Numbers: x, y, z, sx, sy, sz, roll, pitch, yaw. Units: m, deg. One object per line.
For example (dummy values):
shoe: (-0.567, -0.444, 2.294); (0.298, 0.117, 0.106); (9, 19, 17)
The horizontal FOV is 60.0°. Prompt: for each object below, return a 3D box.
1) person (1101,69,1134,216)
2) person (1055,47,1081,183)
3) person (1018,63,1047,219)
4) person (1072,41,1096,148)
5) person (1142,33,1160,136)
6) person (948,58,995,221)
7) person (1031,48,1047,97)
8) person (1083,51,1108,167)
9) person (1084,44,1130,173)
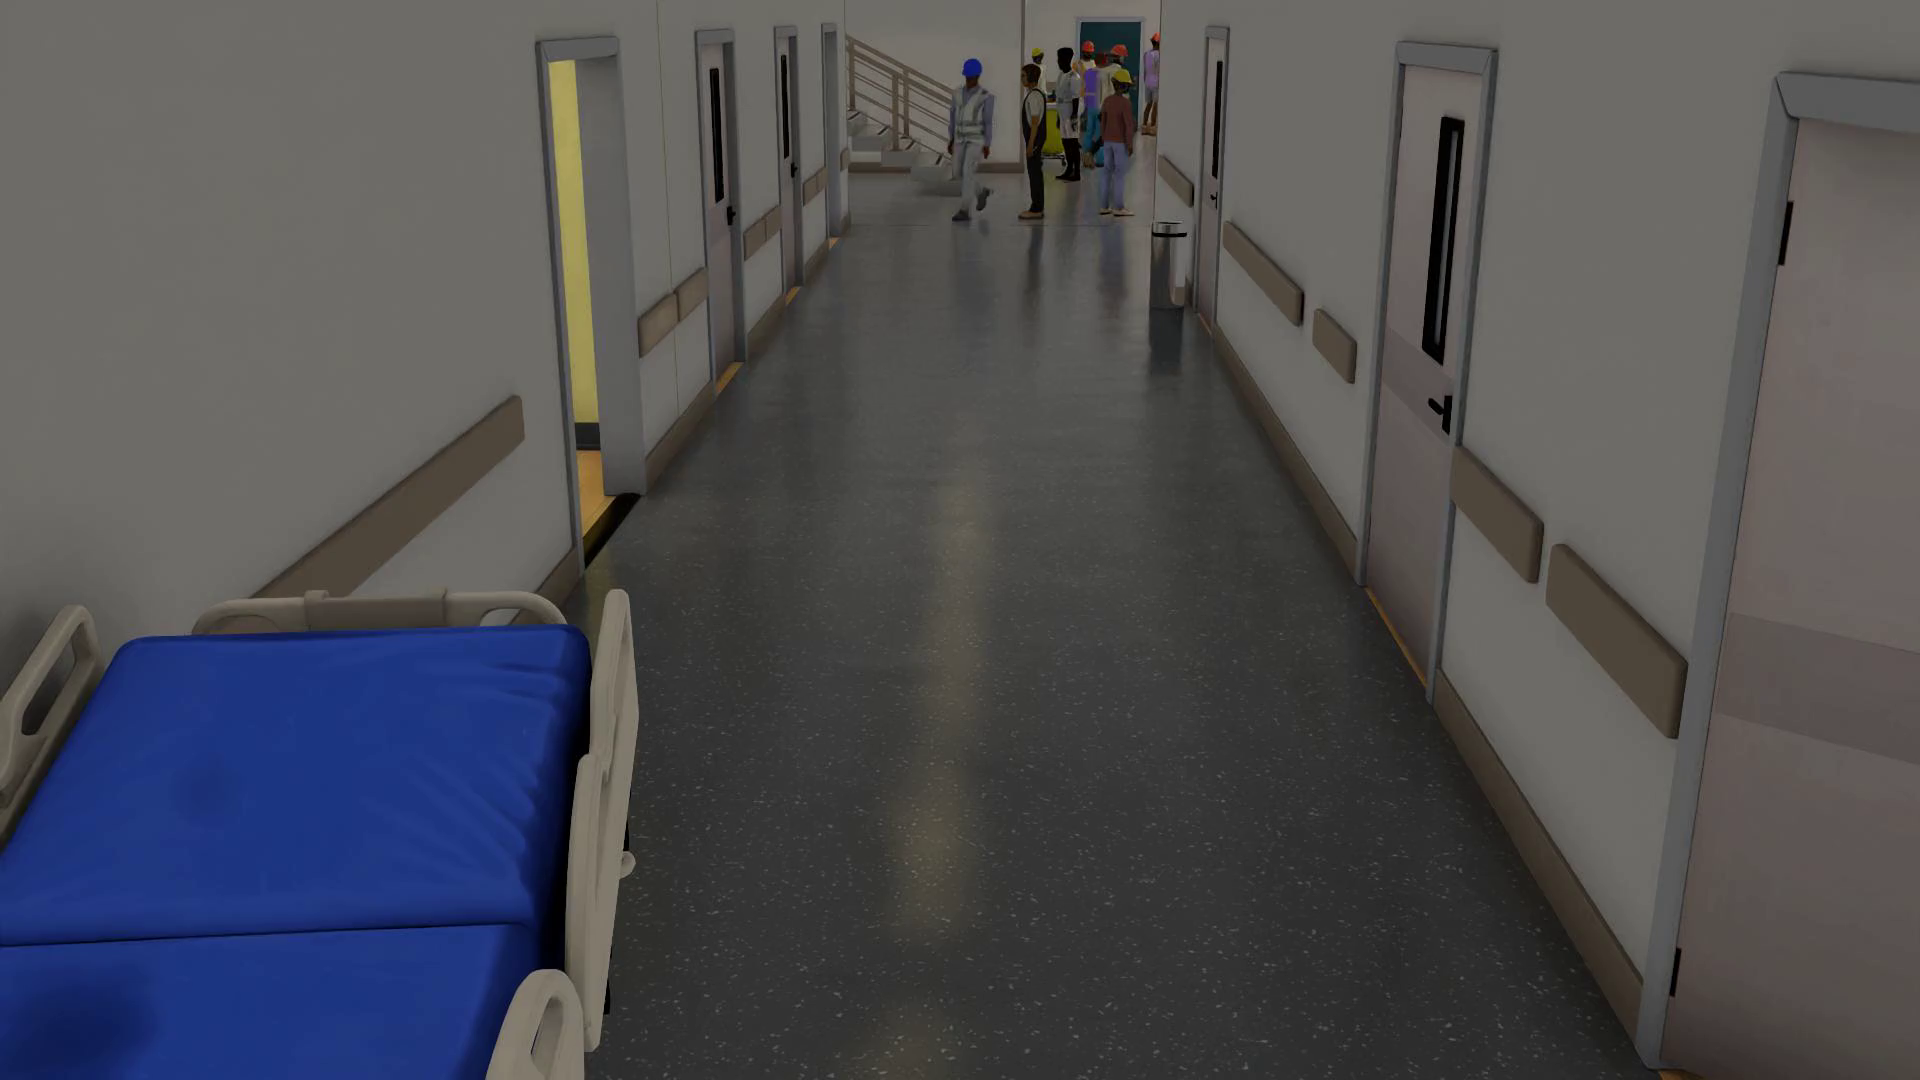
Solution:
person: (1.957, -4.896, 20.534); (0.328, 1.765, 0.532); (-12, 21, -34)
person: (1.587, -6.268, 24.552); (0.393, 1.953, 0.615); (-6, 18, -17)
person: (0.886, -4.825, 20.173); (0.326, 1.843, 0.515); (3, 18, 9)
person: (2.332, -8.212, 30.695); (0.542, 1.928, 0.399); (-5, 18, -15)
person: (3.961, -9.233, 33.742); (0.409, 2.029, 0.613); (-10, 20, -30)
person: (0.176, -4.831, 20.077); (0.630, 1.916, 0.663); (14, 22, 37)
person: (1.517, -8.670, 32.391); (0.322, 1.765, 0.533); (7, 19, 22)
person: (2.220, -6.968, 26.934); (0.565, 1.839, 0.382); (16, 24, 41)
person: (2.301, -6.649, 25.729); (0.684, 1.965, 0.610); (-13, 22, -36)
